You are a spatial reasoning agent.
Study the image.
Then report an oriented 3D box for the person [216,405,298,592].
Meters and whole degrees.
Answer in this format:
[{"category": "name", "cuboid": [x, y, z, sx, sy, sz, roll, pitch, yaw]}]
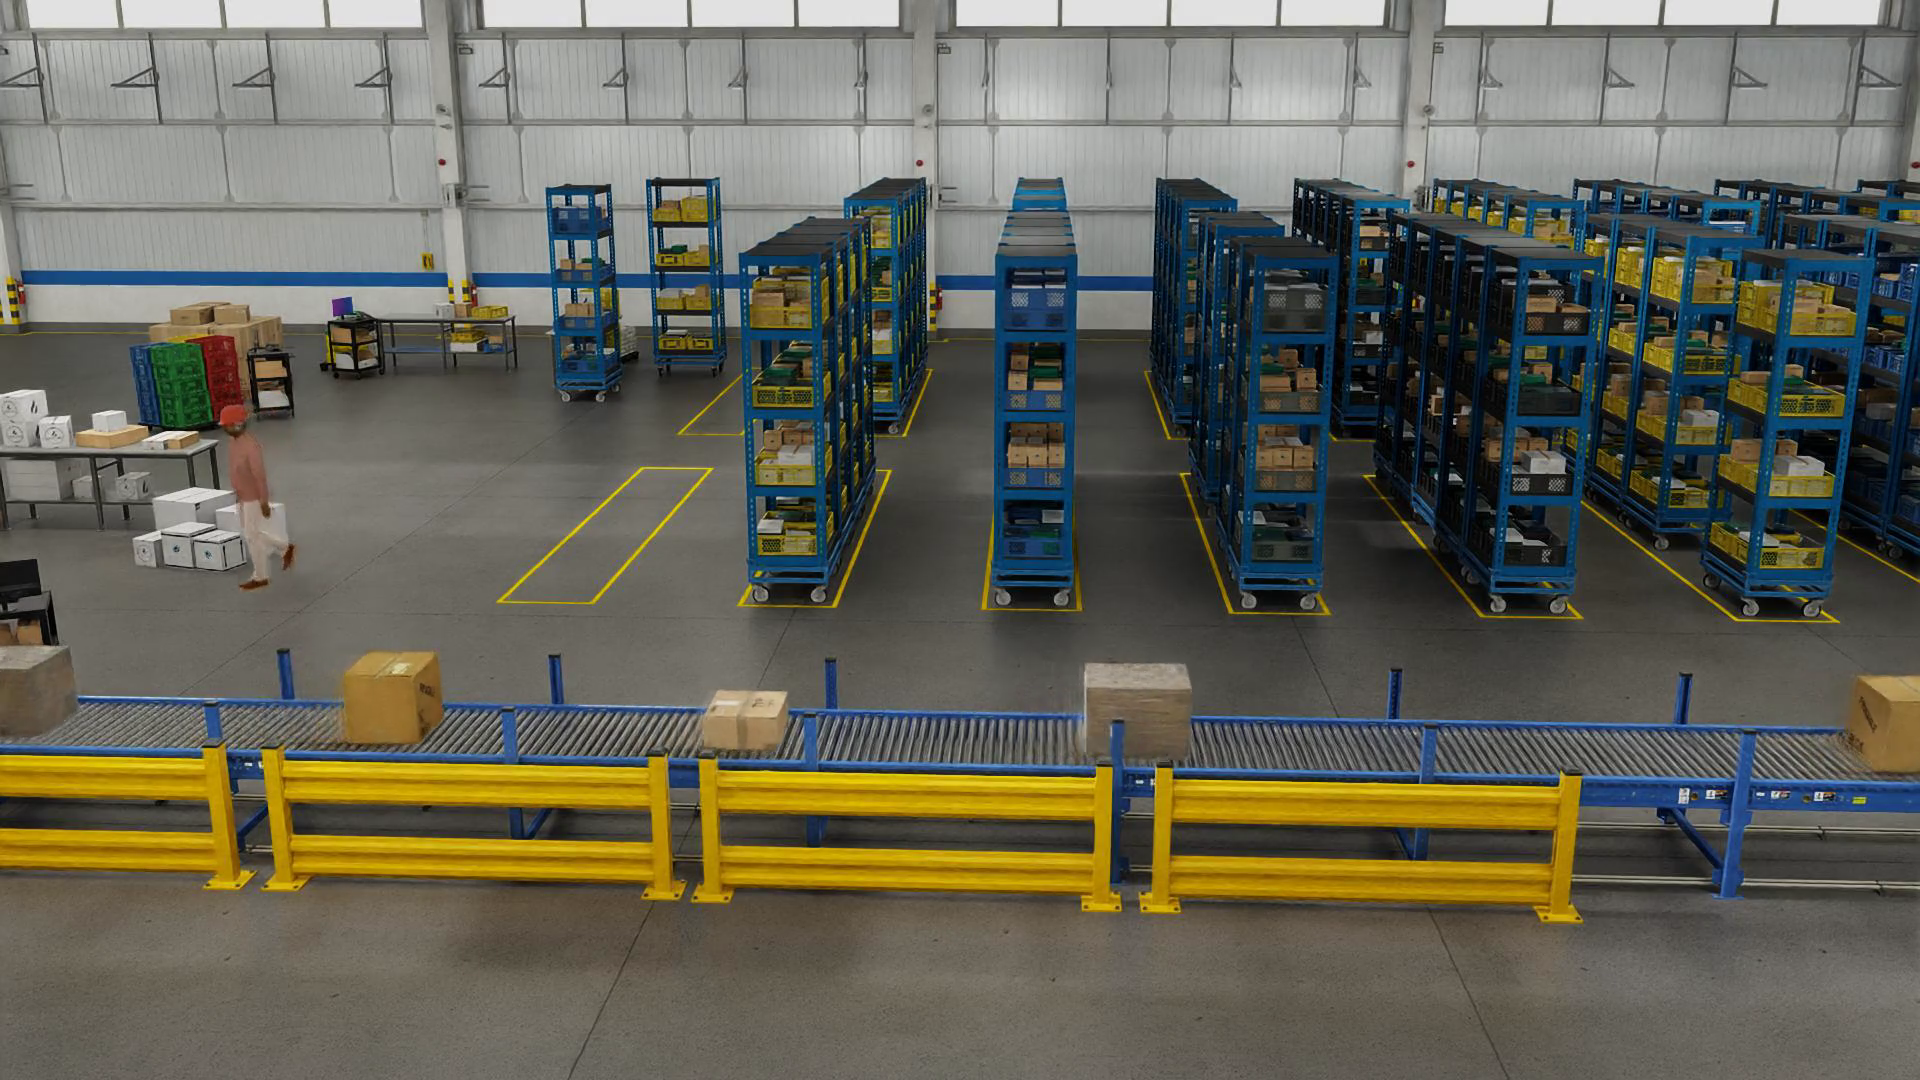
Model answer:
[{"category": "person", "cuboid": [-7.406, -0.475, 17.560, 0.660, 1.968, 0.666, -13, 20, -40]}]
